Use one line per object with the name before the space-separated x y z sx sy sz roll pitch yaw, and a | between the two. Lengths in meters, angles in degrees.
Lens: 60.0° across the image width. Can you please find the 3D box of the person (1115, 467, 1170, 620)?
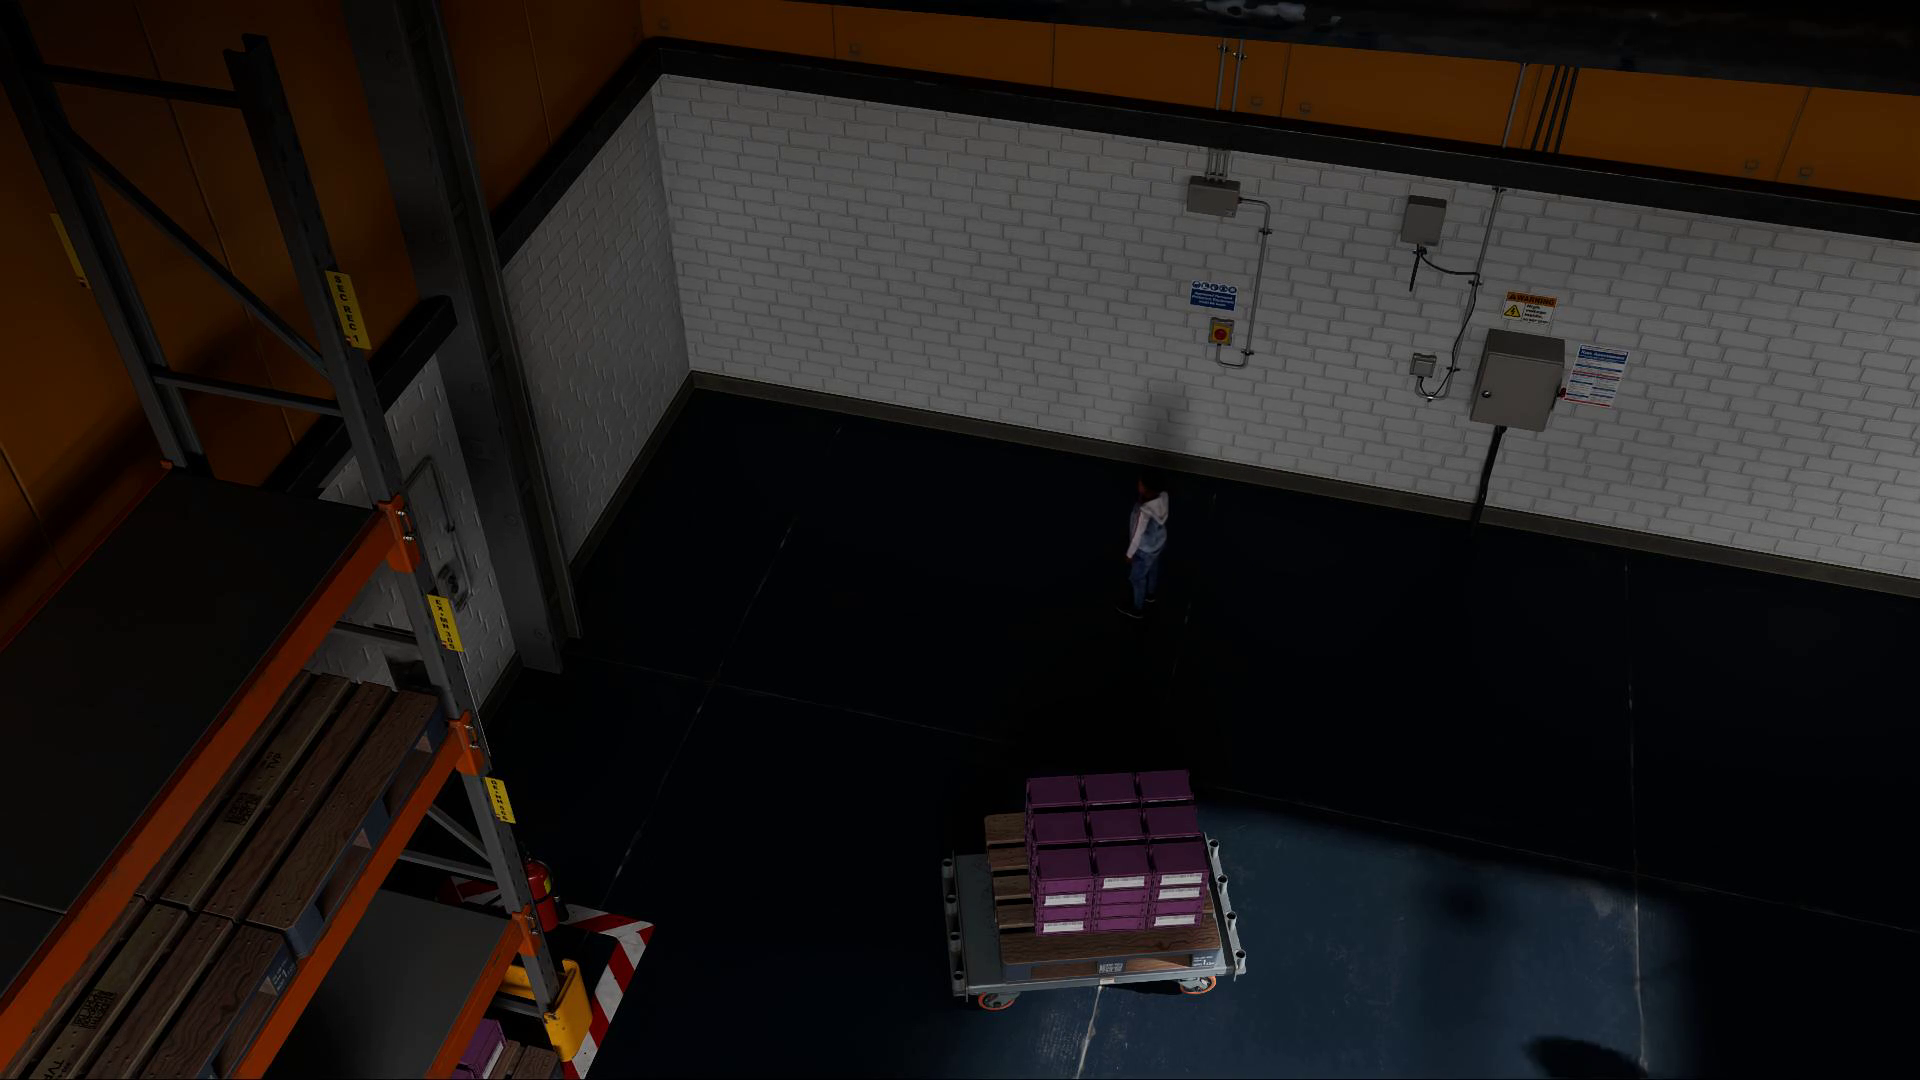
person | 1.286 0.002 11.355 0.613 1.258 0.517 25 49 24
